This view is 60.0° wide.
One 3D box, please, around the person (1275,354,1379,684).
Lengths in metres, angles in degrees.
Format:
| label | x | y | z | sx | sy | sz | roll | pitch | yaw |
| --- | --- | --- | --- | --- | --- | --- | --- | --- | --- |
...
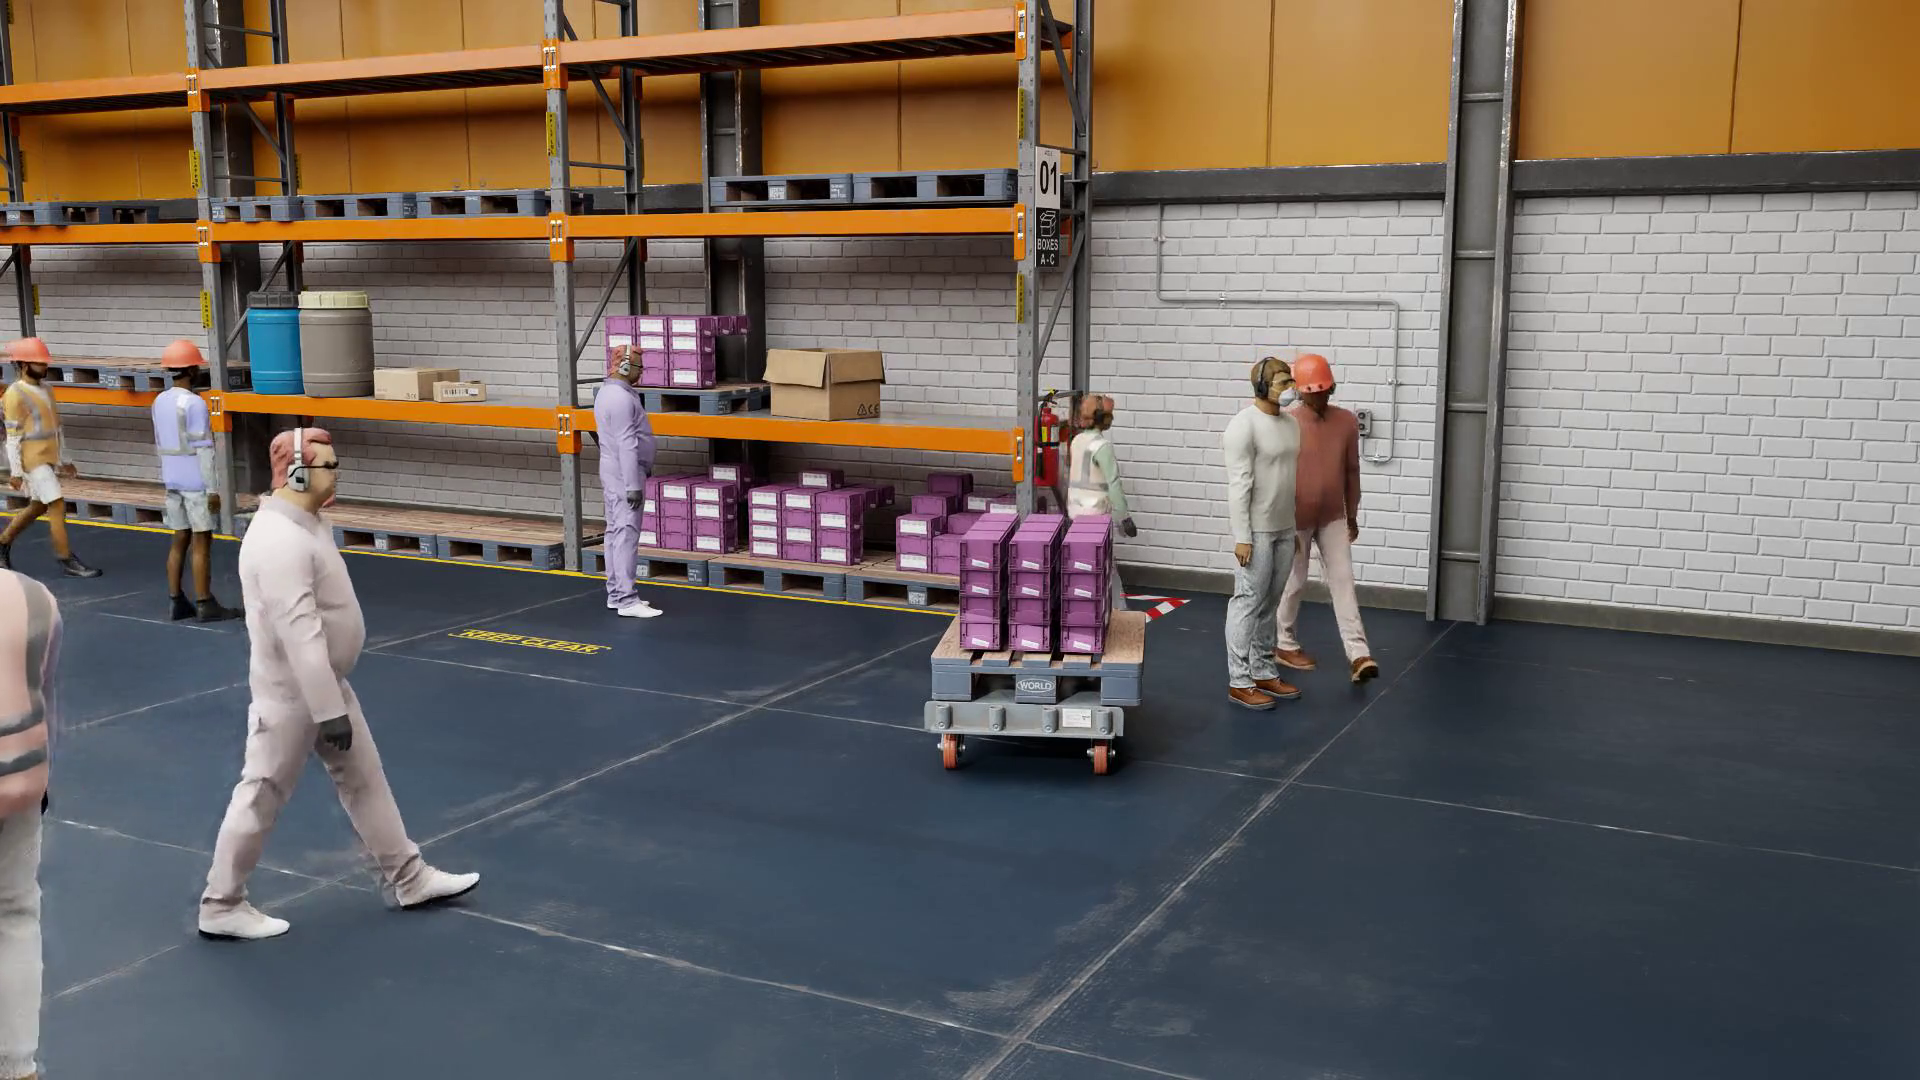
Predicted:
| label | x | y | z | sx | sy | sz | roll | pitch | yaw |
| --- | --- | --- | --- | --- | --- | --- | --- | --- | --- |
| person | 2.113 | -0.116 | 9.735 | 0.653 | 1.931 | 1.005 | -3 | 10 | -16 |

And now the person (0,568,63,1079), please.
| label | x | y | z | sx | sy | sz | roll | pitch | yaw |
| --- | --- | --- | --- | --- | --- | --- | --- | --- | --- |
| person | -2.848 | 0.747 | 4.726 | 0.450 | 1.830 | 0.628 | 6 | 11 | 31 |

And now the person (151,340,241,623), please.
| label | x | y | z | sx | sy | sz | roll | pitch | yaw |
| --- | --- | --- | --- | --- | --- | --- | --- | --- | --- |
| person | -5.277 | -0.389 | 11.404 | 0.558 | 1.938 | 0.433 | 6 | 11 | 32 |

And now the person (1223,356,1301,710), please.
| label | x | y | z | sx | sy | sz | roll | pitch | yaw |
| --- | --- | --- | --- | --- | --- | --- | --- | --- | --- |
| person | 1.699 | -0.045 | 9.241 | 0.372 | 1.940 | 0.631 | 8 | 12 | 39 |

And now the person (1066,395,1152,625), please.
| label | x | y | z | sx | sy | sz | roll | pitch | yaw |
| --- | --- | --- | --- | --- | --- | --- | --- | --- | --- |
| person | 0.940 | -0.133 | 10.819 | 0.831 | 1.604 | 0.530 | -2 | 9 | -14 |

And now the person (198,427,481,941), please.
| label | x | y | z | sx | sy | sz | roll | pitch | yaw |
| --- | --- | --- | --- | --- | --- | --- | --- | --- | --- |
| person | -2.321 | 0.520 | 6.008 | 0.989 | 1.851 | 0.668 | -2 | 10 | -14 |

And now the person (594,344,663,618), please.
| label | x | y | z | sx | sy | sz | roll | pitch | yaw |
| --- | --- | --- | --- | --- | --- | --- | --- | --- | --- |
| person | -2.321 | -0.413 | 11.631 | 0.409 | 1.903 | 0.638 | -4 | 10 | -23 |

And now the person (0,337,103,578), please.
| label | x | y | z | sx | sy | sz | roll | pitch | yaw |
| --- | --- | --- | --- | --- | --- | --- | --- | --- | --- |
| person | -7.263 | -0.631 | 12.976 | 0.921 | 1.910 | 0.549 | -1 | 9 | -4 |
